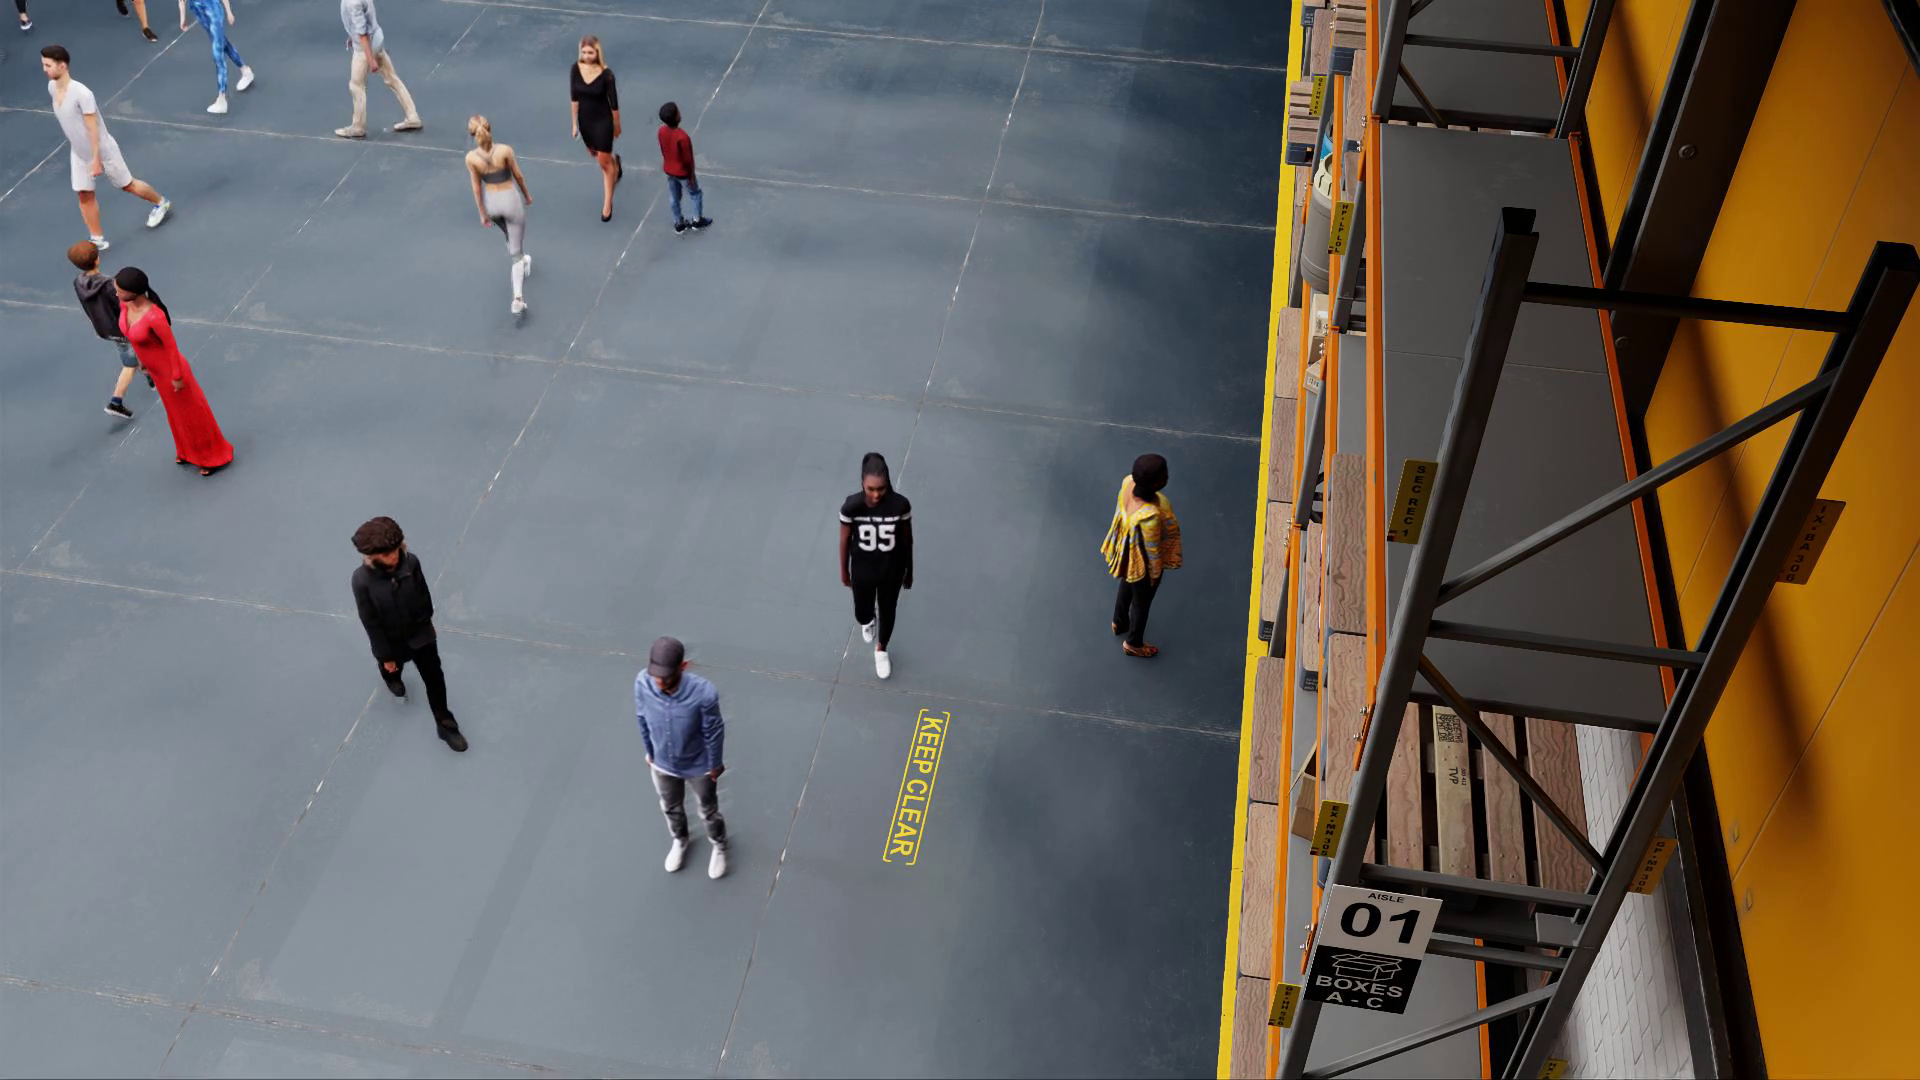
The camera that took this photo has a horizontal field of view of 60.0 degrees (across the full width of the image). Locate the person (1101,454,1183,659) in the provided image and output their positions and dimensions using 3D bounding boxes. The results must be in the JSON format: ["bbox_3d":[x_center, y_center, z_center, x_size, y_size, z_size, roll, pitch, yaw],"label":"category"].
[{"bbox_3d":[1.167,0.093,10.768,0.913,1.655,0.840,-11,45,-12],"label":"person"}]

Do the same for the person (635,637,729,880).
[{"bbox_3d":[-1.575,1.215,9.423,0.650,1.885,0.587,10,45,11],"label":"person"}]

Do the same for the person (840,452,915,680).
[{"bbox_3d":[-0.538,0.124,10.690,0.743,1.717,0.825,-5,44,-6],"label":"person"}]

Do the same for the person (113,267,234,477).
[{"bbox_3d":[-5.744,-1.236,12.073,0.716,1.789,0.724,24,49,24],"label":"person"}]

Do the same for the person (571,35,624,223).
[{"bbox_3d":[-3.204,-3.719,14.772,0.641,1.650,1.027,11,45,11],"label":"person"}]

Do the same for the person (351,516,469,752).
[{"bbox_3d":[-3.489,0.527,10.243,1.129,1.750,1.122,-30,51,-27],"label":"person"}]

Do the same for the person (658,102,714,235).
[{"bbox_3d":[-2.491,-3.216,14.537,0.616,1.247,0.663,26,49,24],"label":"person"}]

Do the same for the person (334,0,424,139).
[{"bbox_3d":[-5.451,-4.626,15.604,0.898,1.816,1.055,-2,44,-2],"label":"person"}]

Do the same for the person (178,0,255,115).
[{"bbox_3d":[-7.264,-5.116,16.185,0.605,1.735,1.158,9,44,9],"label":"person"}]

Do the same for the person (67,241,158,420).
[{"bbox_3d":[-6.484,-1.586,12.699,0.661,1.423,0.998,17,46,17],"label":"person"}]

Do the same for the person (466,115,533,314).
[{"bbox_3d":[-3.737,-2.649,13.641,0.761,1.661,1.217,-1,44,-2],"label":"person"}]

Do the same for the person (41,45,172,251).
[{"bbox_3d":[-7.372,-3.398,14.316,0.907,1.815,1.274,18,47,18],"label":"person"}]
